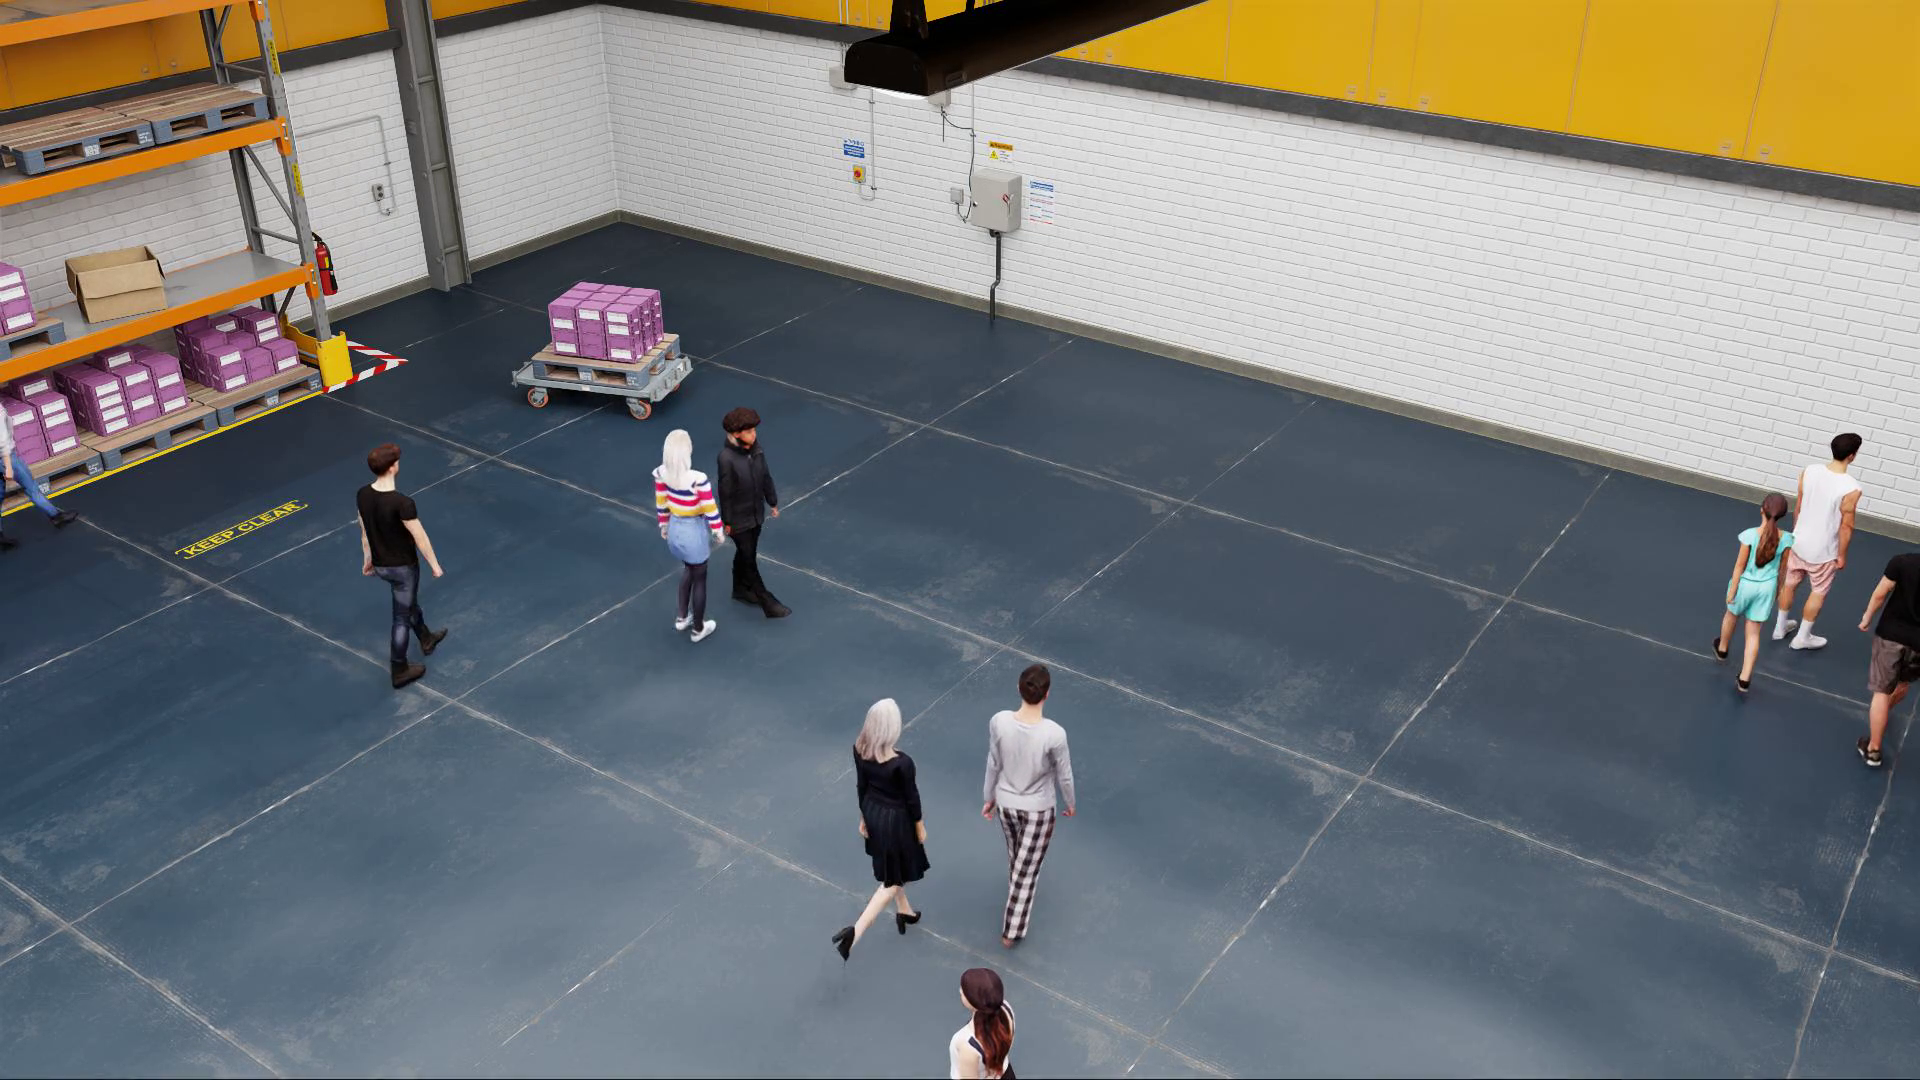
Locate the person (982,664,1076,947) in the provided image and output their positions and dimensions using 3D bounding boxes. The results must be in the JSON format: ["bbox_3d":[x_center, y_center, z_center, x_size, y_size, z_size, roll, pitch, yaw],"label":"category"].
[{"bbox_3d":[0.356,1.604,9.767,0.793,1.821,1.081,12,31,21],"label":"person"}]

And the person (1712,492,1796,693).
[{"bbox_3d":[5.880,0.401,12.281,0.806,1.526,1.063,6,29,11],"label":"person"}]

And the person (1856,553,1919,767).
[{"bbox_3d":[6.474,0.722,11.378,0.871,1.828,1.152,9,30,16],"label":"person"}]

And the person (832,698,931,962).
[{"bbox_3d":[-0.443,1.720,9.654,0.668,1.725,1.025,22,36,35],"label":"person"}]

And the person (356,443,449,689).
[{"bbox_3d":[-4.212,0.232,12.231,0.796,1.869,1.018,13,31,23],"label":"person"}]

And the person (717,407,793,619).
[{"bbox_3d":[-1.761,-0.246,13.235,0.693,1.748,0.852,19,34,31],"label":"person"}]

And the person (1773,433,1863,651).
[{"bbox_3d":[6.537,0.014,12.720,0.775,1.786,0.770,-15,32,-25],"label":"person"}]

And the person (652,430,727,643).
[{"bbox_3d":[-2.104,-0.004,12.737,0.685,1.801,0.597,13,31,23],"label":"person"}]

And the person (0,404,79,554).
[{"bbox_3d":[-8.213,-0.630,14.098,0.646,1.597,0.973,17,33,28],"label":"person"}]

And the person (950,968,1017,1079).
[{"bbox_3d":[0.130,2.692,7.956,0.619,1.646,0.472,16,32,26],"label":"person"}]
